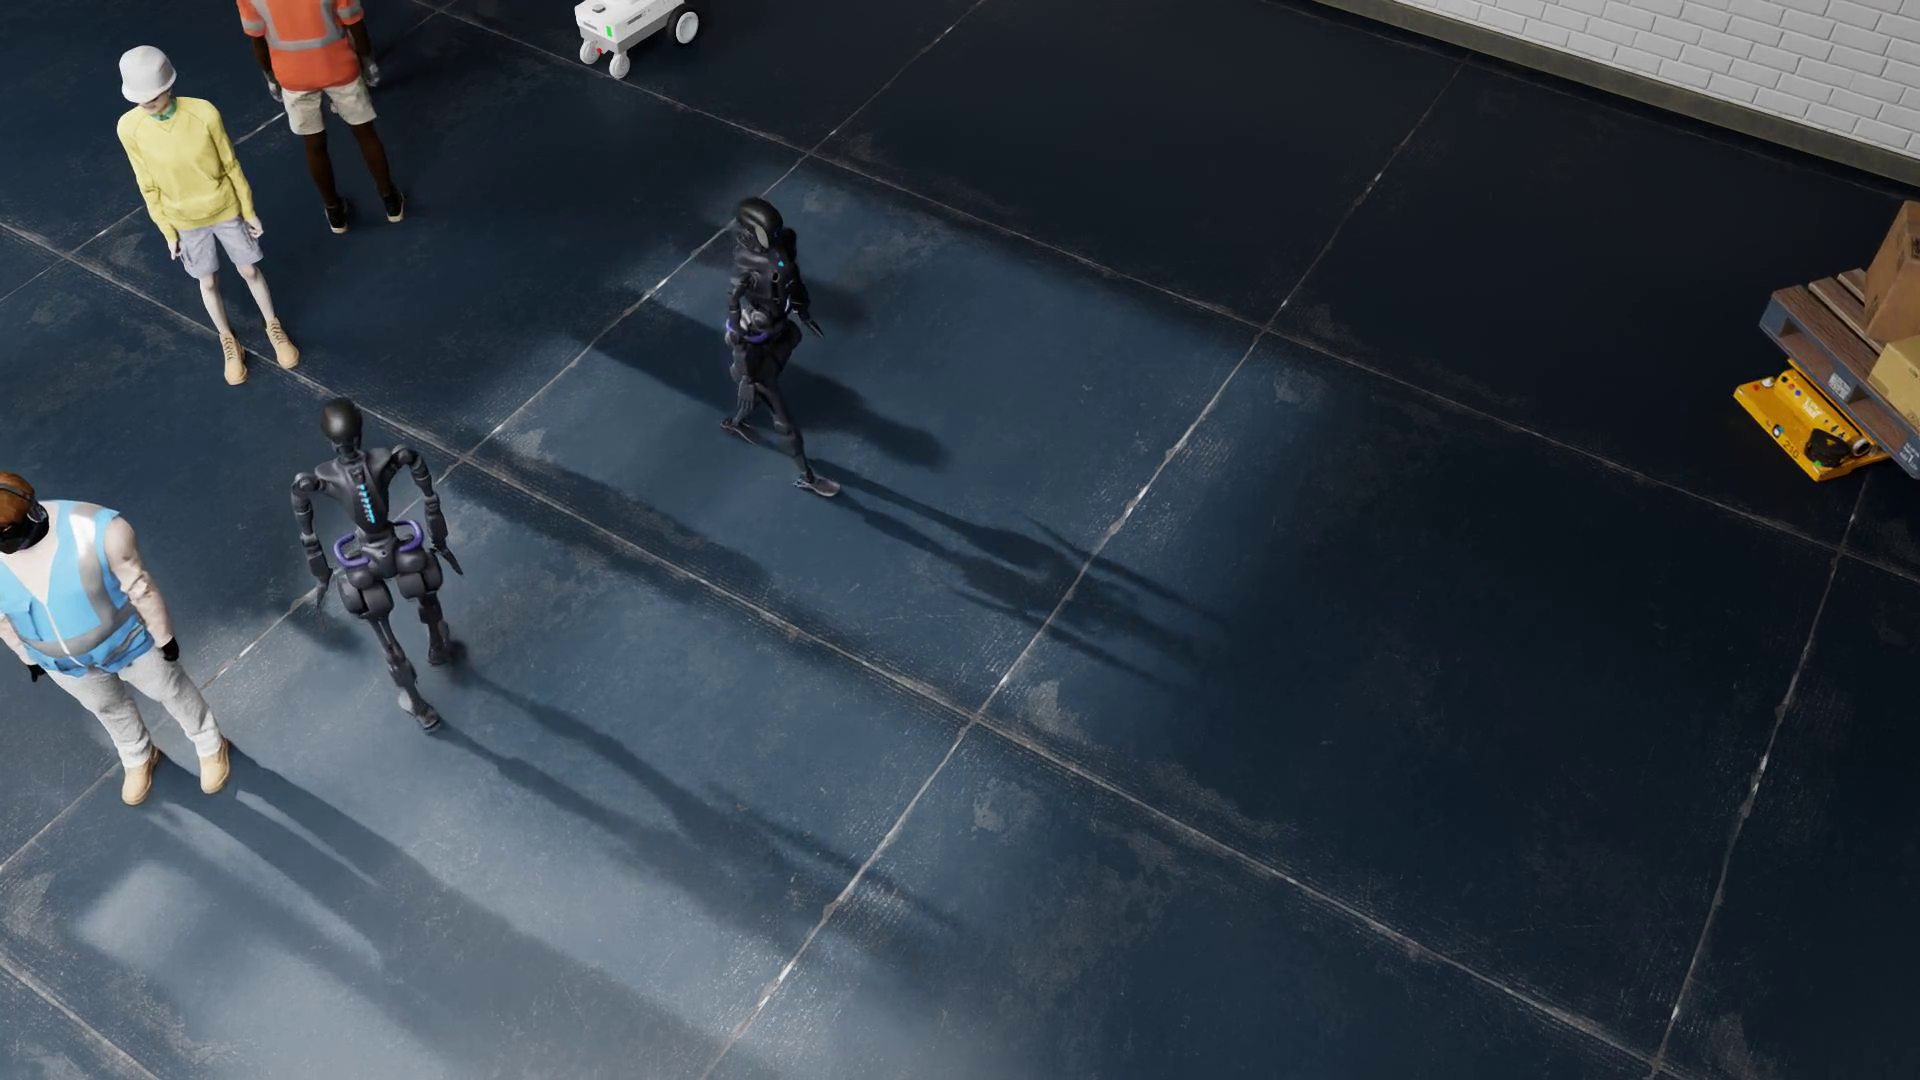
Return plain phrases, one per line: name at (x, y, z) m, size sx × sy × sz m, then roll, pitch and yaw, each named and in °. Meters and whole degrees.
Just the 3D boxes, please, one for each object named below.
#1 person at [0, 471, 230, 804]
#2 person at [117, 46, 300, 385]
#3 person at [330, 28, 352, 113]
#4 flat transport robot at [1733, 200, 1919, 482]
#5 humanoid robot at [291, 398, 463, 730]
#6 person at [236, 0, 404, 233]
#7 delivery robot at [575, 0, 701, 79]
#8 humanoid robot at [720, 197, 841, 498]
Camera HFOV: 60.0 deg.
person at (-3.349, 0.395, 6.432) m, size 0.620 × 1.837 × 0.429 m, roll -9°, pitch 49°, yaw -8°
person at (-3.688, -1.593, 8.135) m, size 0.474 × 1.889 × 0.399 m, roll -19°, pitch 51°, yaw -16°
person at (-3.889, -3.482, 9.726) m, size 0.656 × 1.970 × 0.586 m, roll 5°, pitch 49°, yaw 4°
flat transport robot at (4.759, -0.744, 8.466) m, size 1.431 × 0.231 × 0.659 m, roll -15°, pitch 51°, yaw -13°
humanoid robot at (-2.383, 0.077, 6.818) m, size 0.607 × 1.636 × 0.631 m, roll -21°, pitch 52°, yaw -18°
person at (-3.441, -2.544, 8.925) m, size 0.604 × 1.953 × 0.406 m, roll -11°, pitch 50°, yaw -10°
delivery robot at (-2.062, -3.343, 10.560) m, size 0.499 × 0.614 × 0.803 m, roll 30°, pitch 55°, yaw 24°
humanoid robot at (-0.898, -0.934, 7.736) m, size 0.787 × 1.637 × 0.601 m, roll 22°, pitch 52°, yaw 18°
